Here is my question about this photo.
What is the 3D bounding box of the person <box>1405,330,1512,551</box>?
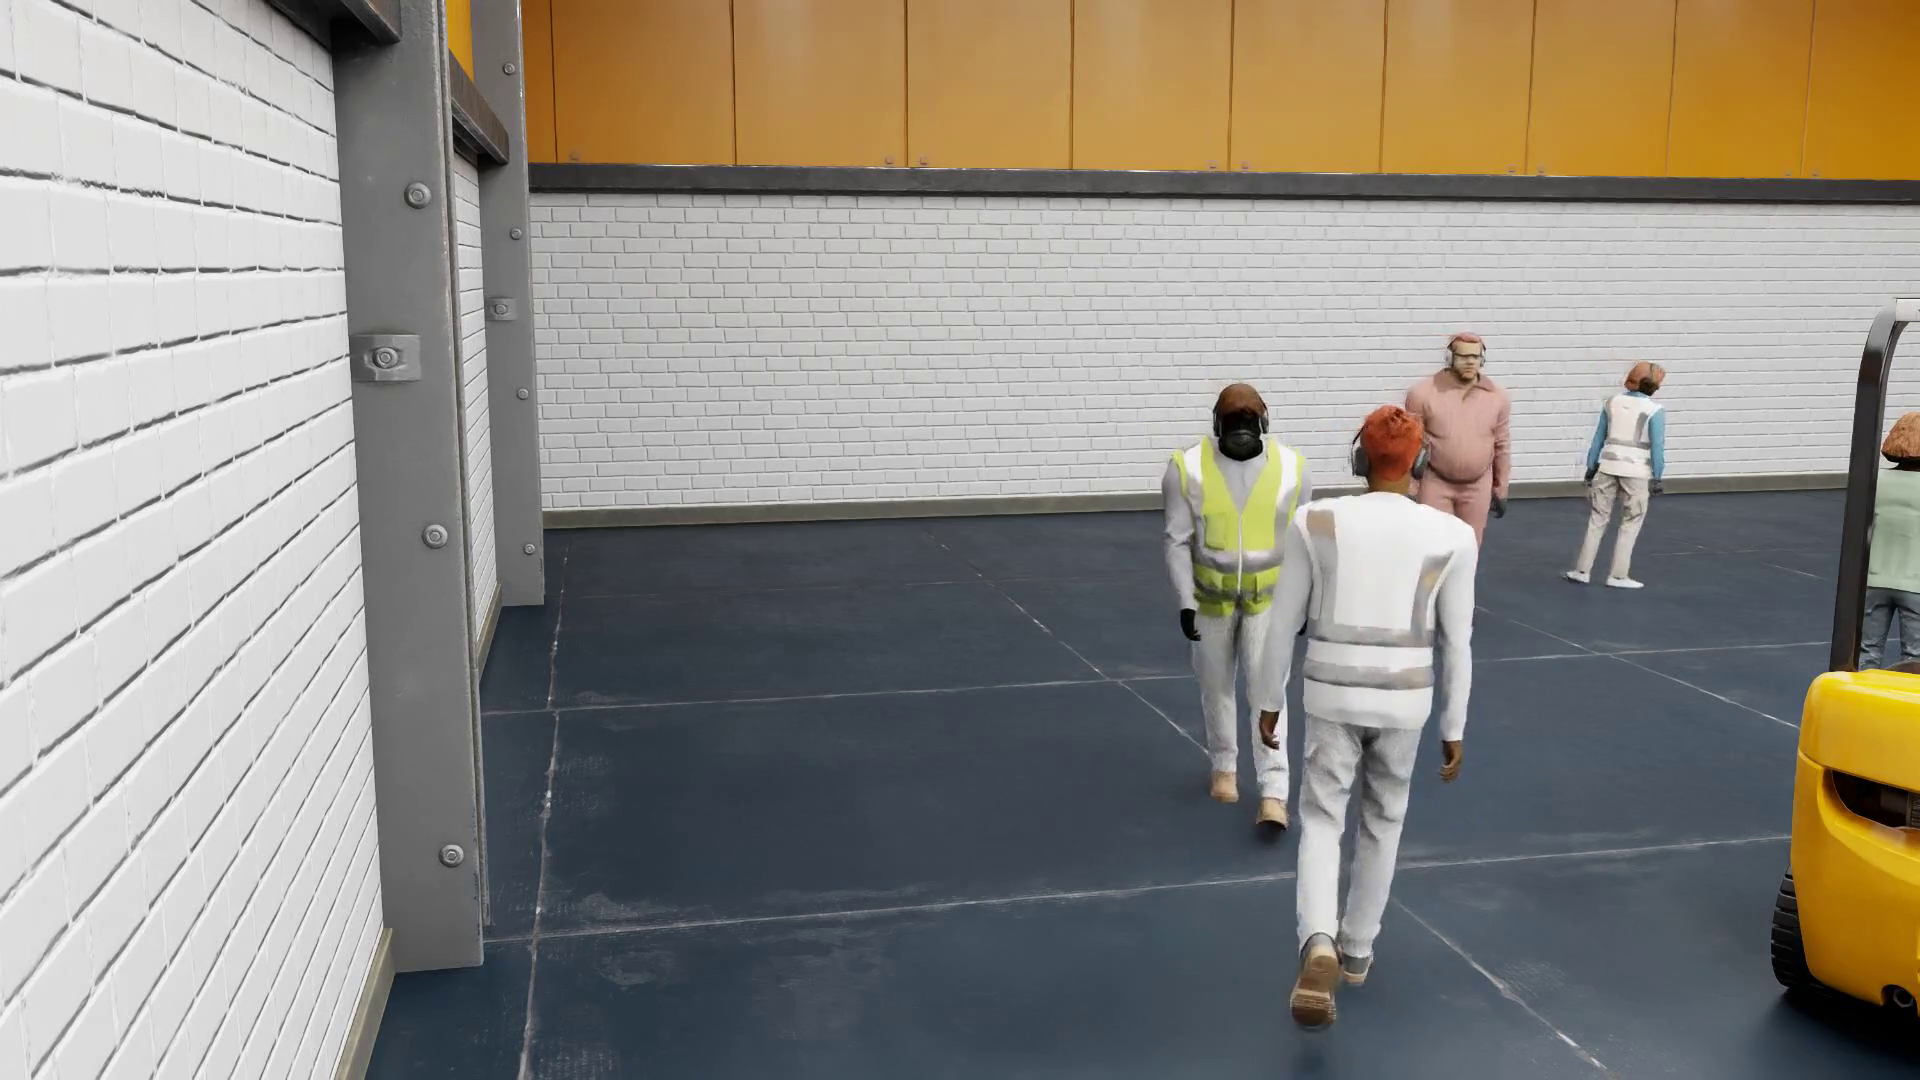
[{"bbox_3d":[3.015,-0.324,10.095,0.662,1.890,0.449,0,9,1],"label":"person"}]

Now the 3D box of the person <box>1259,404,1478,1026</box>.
[{"bbox_3d":[1.217,0.531,5.012,0.636,1.859,0.805,2,10,13],"label":"person"}]

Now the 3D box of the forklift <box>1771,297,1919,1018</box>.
[{"bbox_3d":[3.542,0.334,5.177,2.313,2.155,1.214,-9,13,-43],"label":"forklift"}]

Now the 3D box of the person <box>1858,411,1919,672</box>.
[{"bbox_3d":[4.219,0.240,7.455,0.279,1.633,0.505,-8,12,-39],"label":"person"}]

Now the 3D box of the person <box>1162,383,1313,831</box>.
[{"bbox_3d":[1.135,0.269,6.772,0.634,1.794,0.950,1,9,8],"label":"person"}]

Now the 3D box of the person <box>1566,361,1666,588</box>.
[{"bbox_3d":[4.656,-0.460,11.775,0.369,1.610,0.665,-6,11,-33],"label":"person"}]
